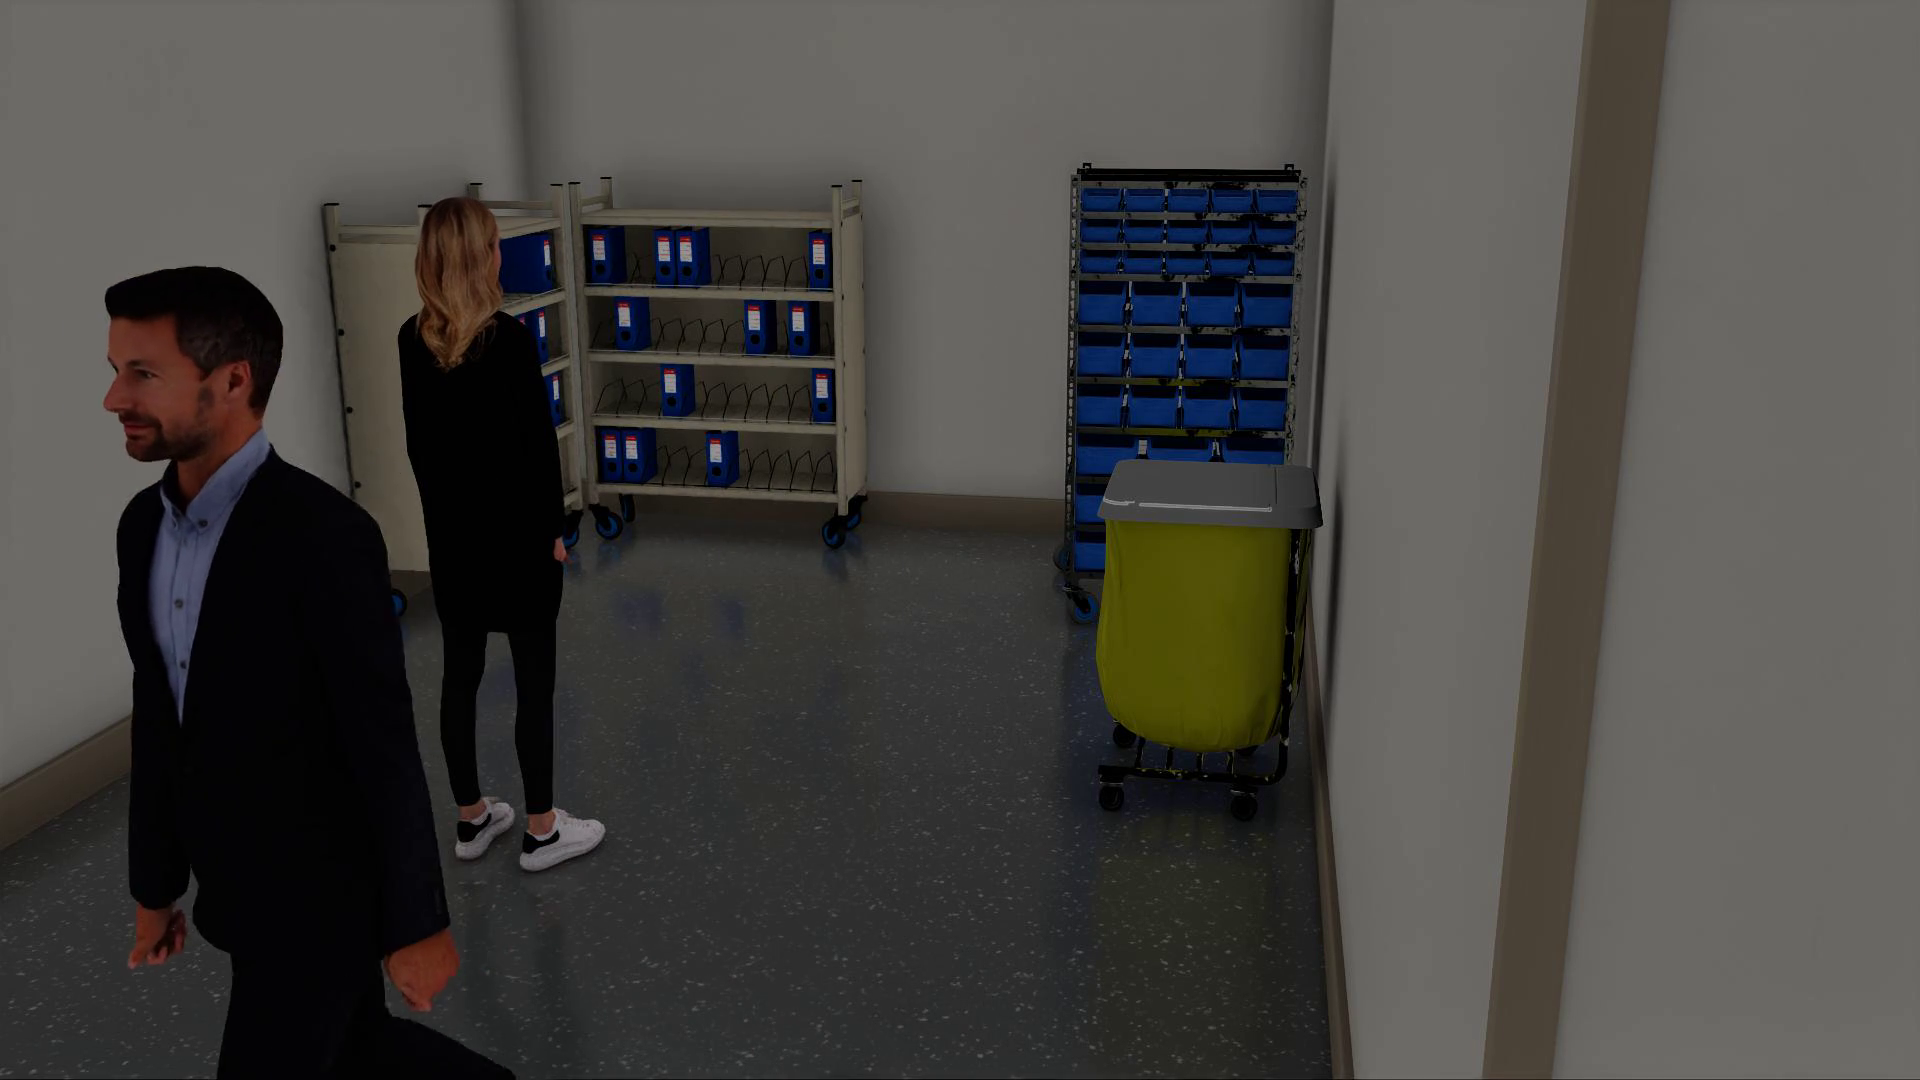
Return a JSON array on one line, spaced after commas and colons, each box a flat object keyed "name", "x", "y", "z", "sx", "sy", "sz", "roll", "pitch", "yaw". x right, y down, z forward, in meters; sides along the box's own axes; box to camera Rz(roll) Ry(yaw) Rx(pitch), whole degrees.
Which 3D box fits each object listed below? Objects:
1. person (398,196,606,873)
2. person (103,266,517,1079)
[{"name": "person", "x": -1.255, "y": 0.005, "z": 4.425, "sx": 0.543, "sy": 1.803, "sz": 0.710, "roll": 7, "pitch": 17, "yaw": 22}, {"name": "person", "x": -0.949, "y": 0.522, "z": 2.560, "sx": 1.277, "sy": 1.820, "sz": 1.034, "roll": 10, "pitch": 18, "yaw": 31}]
